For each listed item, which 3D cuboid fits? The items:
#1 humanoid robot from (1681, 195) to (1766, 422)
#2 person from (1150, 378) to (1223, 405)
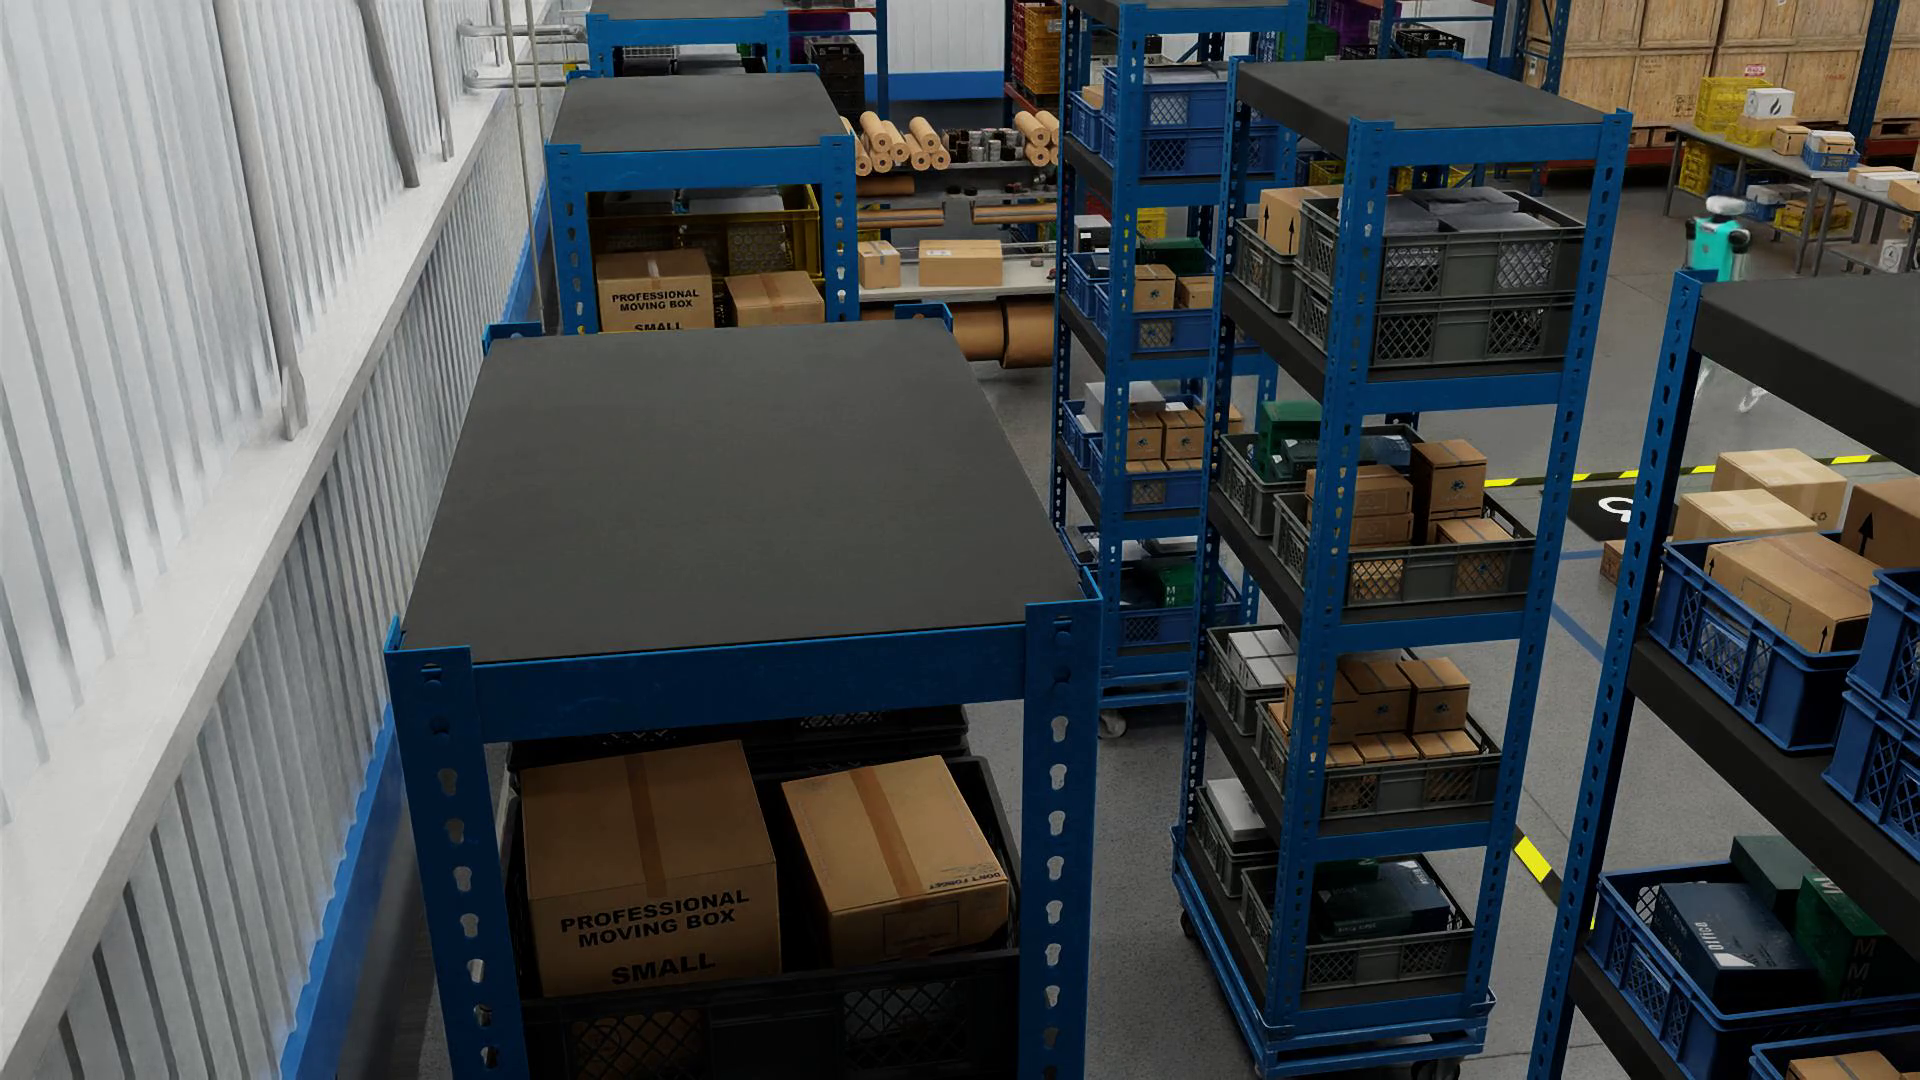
[{"bbox_3d":[5.743,-1.695,12.272,0.997,1.770,0.536,-11,27,-23],"label":"humanoid robot"},{"bbox_3d":[1.365,-1.069,10.767,0.612,1.817,0.850,-4,25,-8],"label":"person"}]
